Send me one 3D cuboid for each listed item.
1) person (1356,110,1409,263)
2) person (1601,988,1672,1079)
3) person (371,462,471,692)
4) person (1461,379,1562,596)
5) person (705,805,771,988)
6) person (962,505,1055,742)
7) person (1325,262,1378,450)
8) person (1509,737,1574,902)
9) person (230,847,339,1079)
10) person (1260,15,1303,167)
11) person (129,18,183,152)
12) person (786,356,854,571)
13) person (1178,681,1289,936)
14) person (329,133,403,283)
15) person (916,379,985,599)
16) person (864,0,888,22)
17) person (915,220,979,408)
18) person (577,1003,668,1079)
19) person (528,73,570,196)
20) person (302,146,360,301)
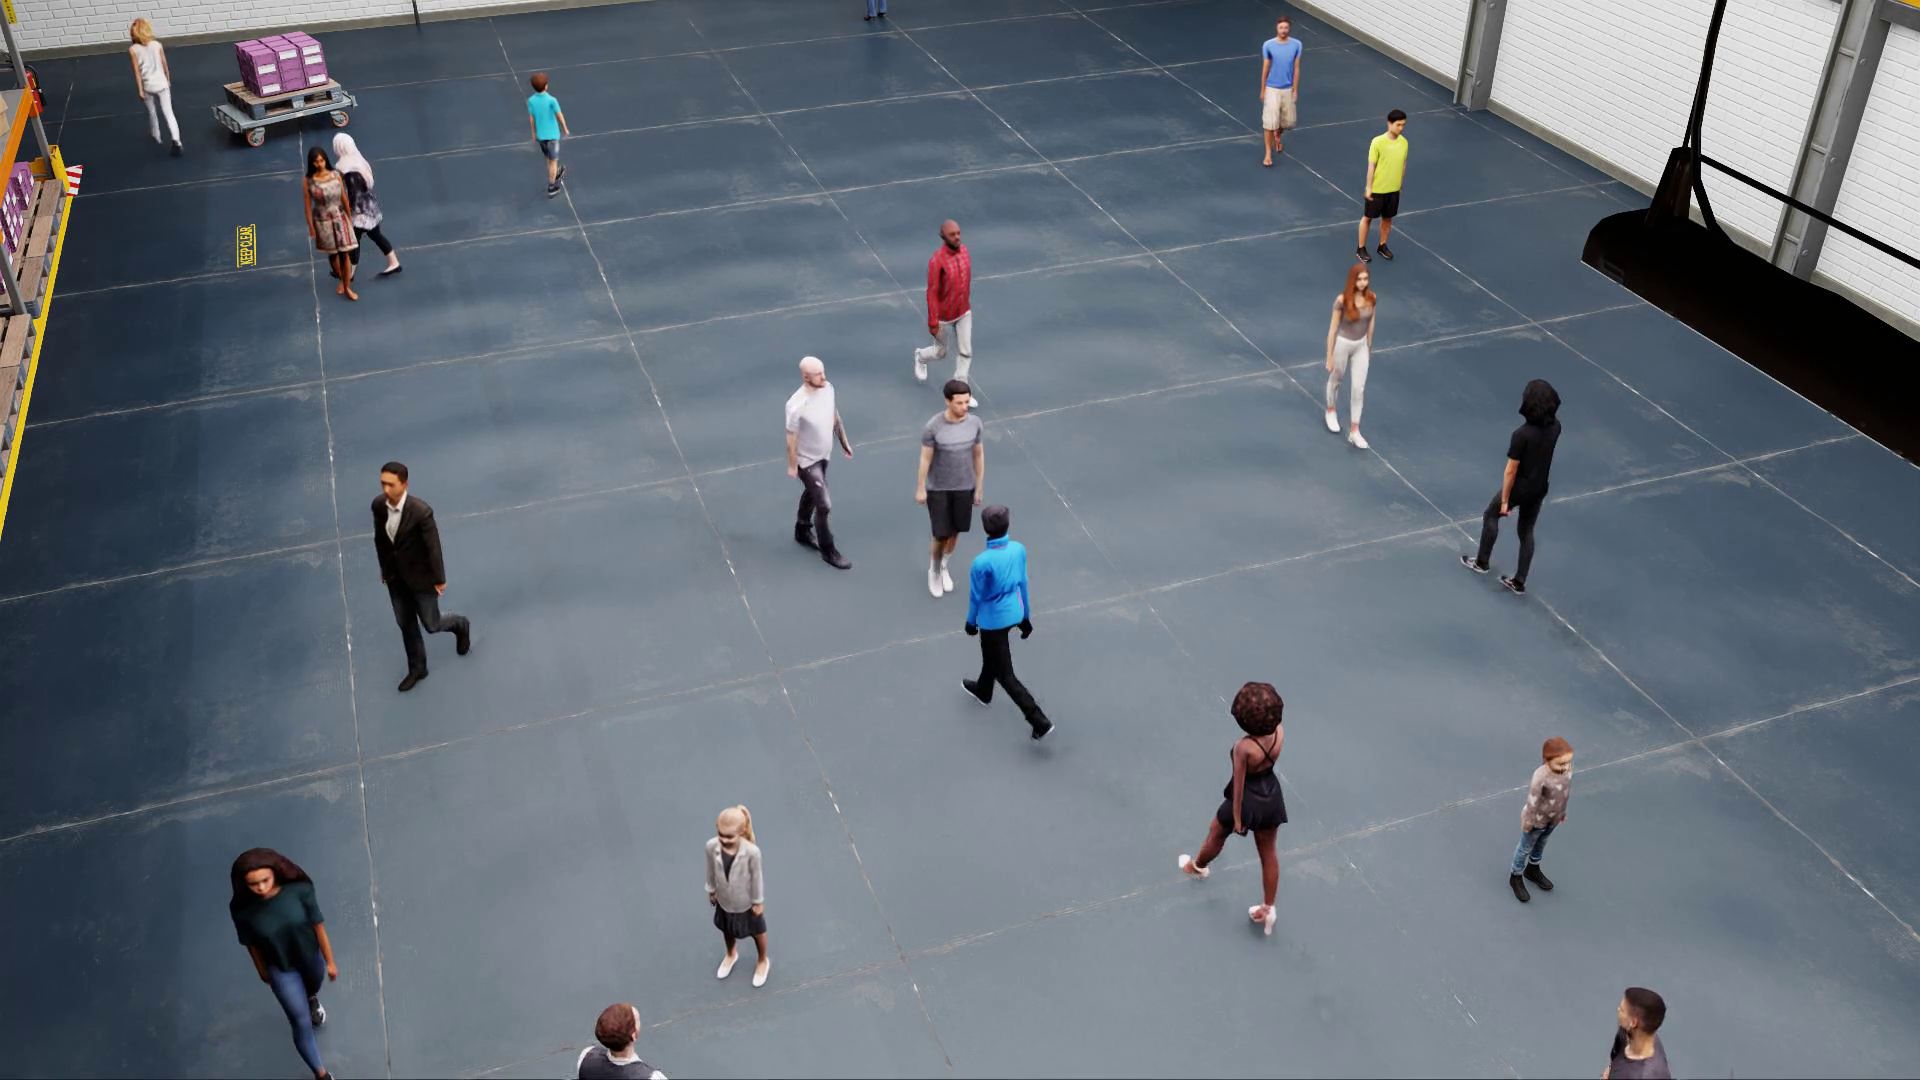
[{"bbox_3d":[4.656,-3.912,18.314,0.626,1.702,0.533,-9,35,-13],"label":"person"},{"bbox_3d":[3.248,2.923,8.003,0.971,1.732,0.759,-3,34,-5],"label":"person"},{"bbox_3d":[-3.924,0.205,12.040,1.017,1.790,1.089,13,36,18],"label":"person"},{"bbox_3d":[4.430,-0.366,12.876,0.633,1.815,0.807,-11,35,-17],"label":"person"},{"bbox_3d":[-1.296,2.059,9.717,0.611,1.274,0.658,10,35,14],"label":"person"},{"bbox_3d":[0.347,0.613,11.458,1.262,1.755,0.967,28,43,35],"label":"person"},{"bbox_3d":[3.486,-1.742,15.051,0.736,1.700,0.986,-6,34,-8],"label":"person"},{"bbox_3d":[3.620,1.697,10.333,0.501,1.194,0.494,-16,37,-23],"label":"person"},{"bbox_3d":[-3.667,2.257,9.144,0.742,1.578,1.126,-20,38,-27],"label":"person"},{"bbox_3d":[3.985,-5.664,20.817,0.830,1.848,0.944,1,34,2],"label":"person"},{"bbox_3d":[-10.203,-5.749,21.143,0.743,1.629,1.115,-21,39,-28],"label":"person"},{"bbox_3d":[-1.254,-0.680,13.357,1.060,1.805,0.981,17,37,24],"label":"person"},{"bbox_3d":[1.808,1.640,9.910,0.688,1.757,1.030,-18,38,-26],"label":"person"},{"bbox_3d":[-6.362,-3.578,17.917,0.781,1.585,0.932,-10,35,-14],"label":"person"},{"bbox_3d":[-0.105,-0.466,12.988,0.680,1.857,0.680,-10,35,-14],"label":"person"},{"bbox_3d":[-1.367,-9.037,25.941,0.700,1.794,0.660,-24,40,-31],"label":"person"},{"bbox_3d":[-0.145,-2.167,15.602,0.907,1.797,1.175,-24,41,-32],"label":"person"},{"bbox_3d":[-1.564,2.928,7.824,0.920,1.923,0.989,12,36,18],"label":"person"},{"bbox_3d":[-4.983,-4.854,19.989,0.843,1.416,0.983,9,35,13],"label":"person"},{"bbox_3d":[-6.638,-3.364,17.546,0.691,1.638,0.750,-16,37,-23],"label":"person"}]
